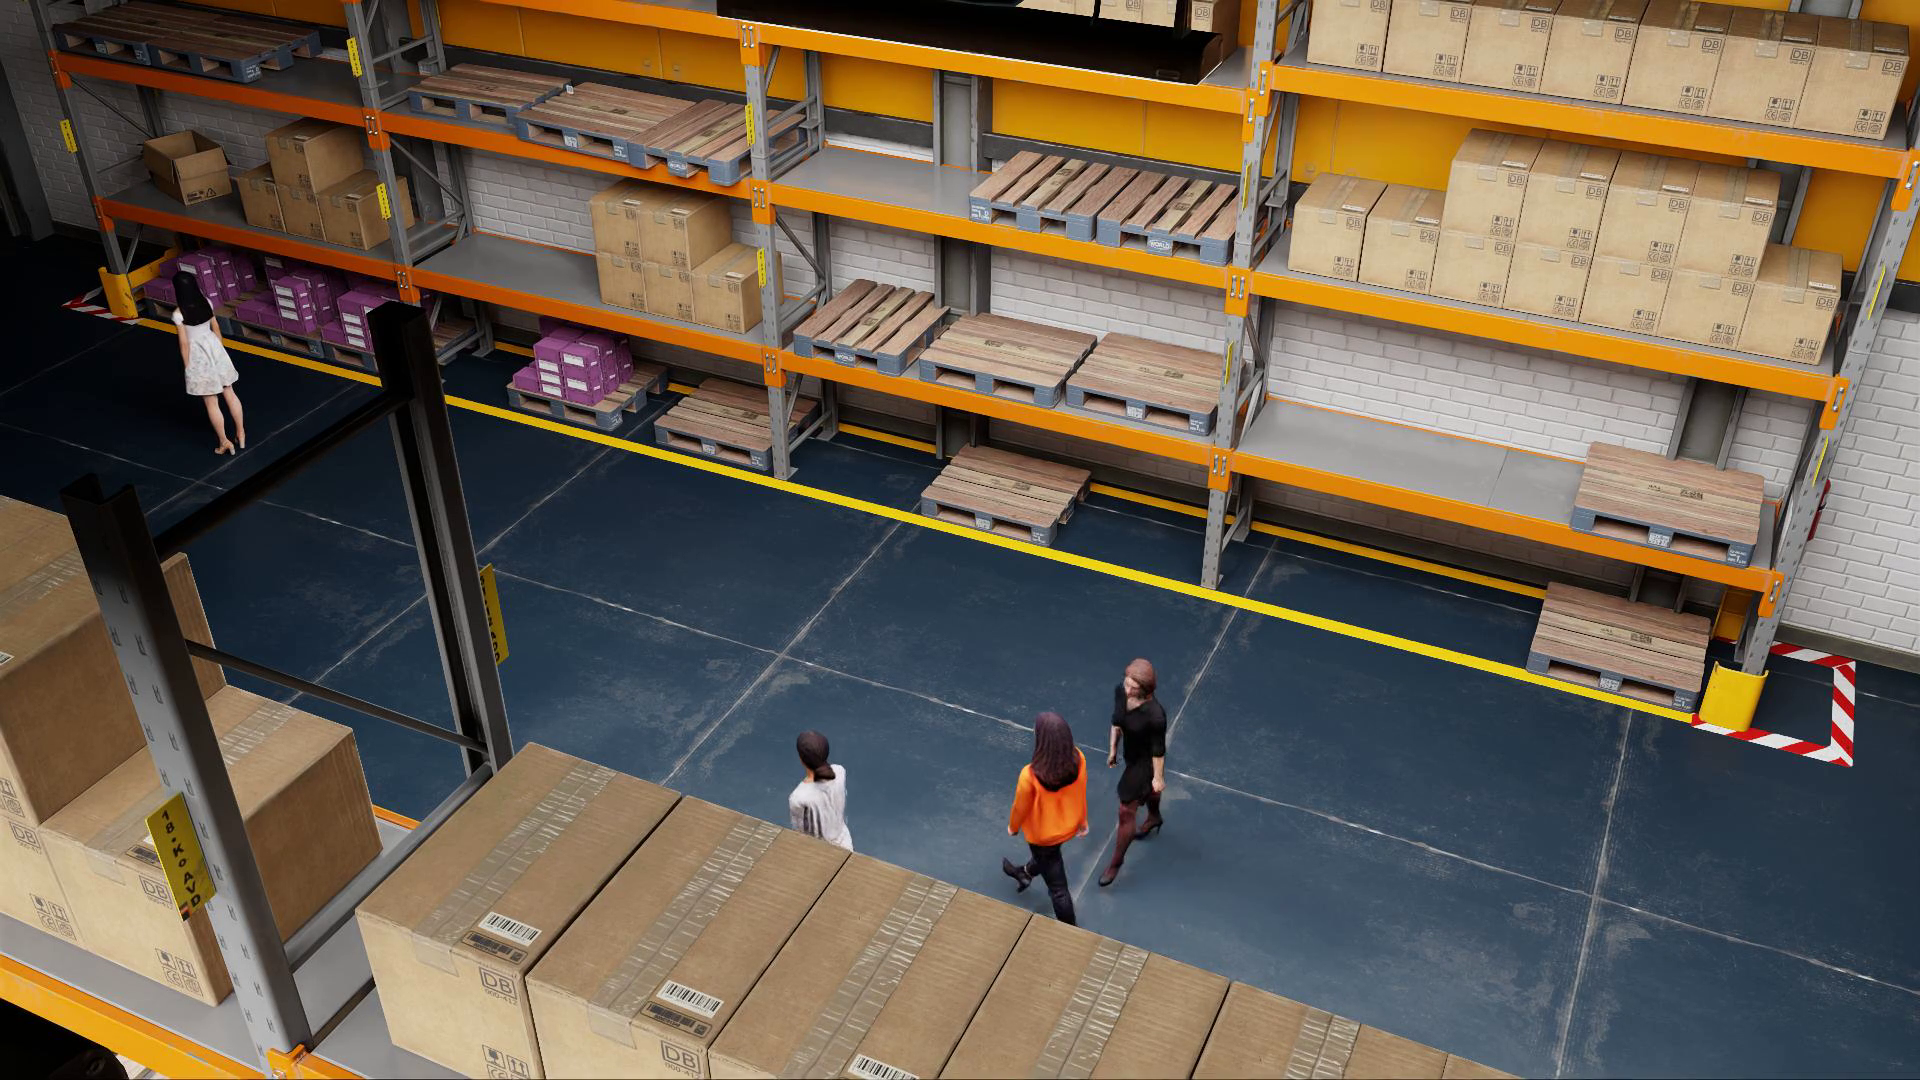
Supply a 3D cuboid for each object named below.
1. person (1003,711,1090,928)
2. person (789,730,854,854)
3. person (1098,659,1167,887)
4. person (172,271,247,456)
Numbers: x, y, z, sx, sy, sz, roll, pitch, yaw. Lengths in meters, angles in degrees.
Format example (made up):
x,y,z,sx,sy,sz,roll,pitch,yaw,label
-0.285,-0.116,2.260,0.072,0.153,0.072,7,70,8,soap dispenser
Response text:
x,y,z,sx,sy,sz,roll,pitch,yaw,label
0.606,1.786,9.847,0.898,1.716,1.135,-24,41,-32,person
-0.709,1.887,9.677,1.147,1.736,0.817,28,43,35,person
1.189,1.374,10.515,0.965,1.661,0.954,-11,35,-16,person
-6.725,-1.579,14.856,0.669,1.775,0.677,20,38,27,person
